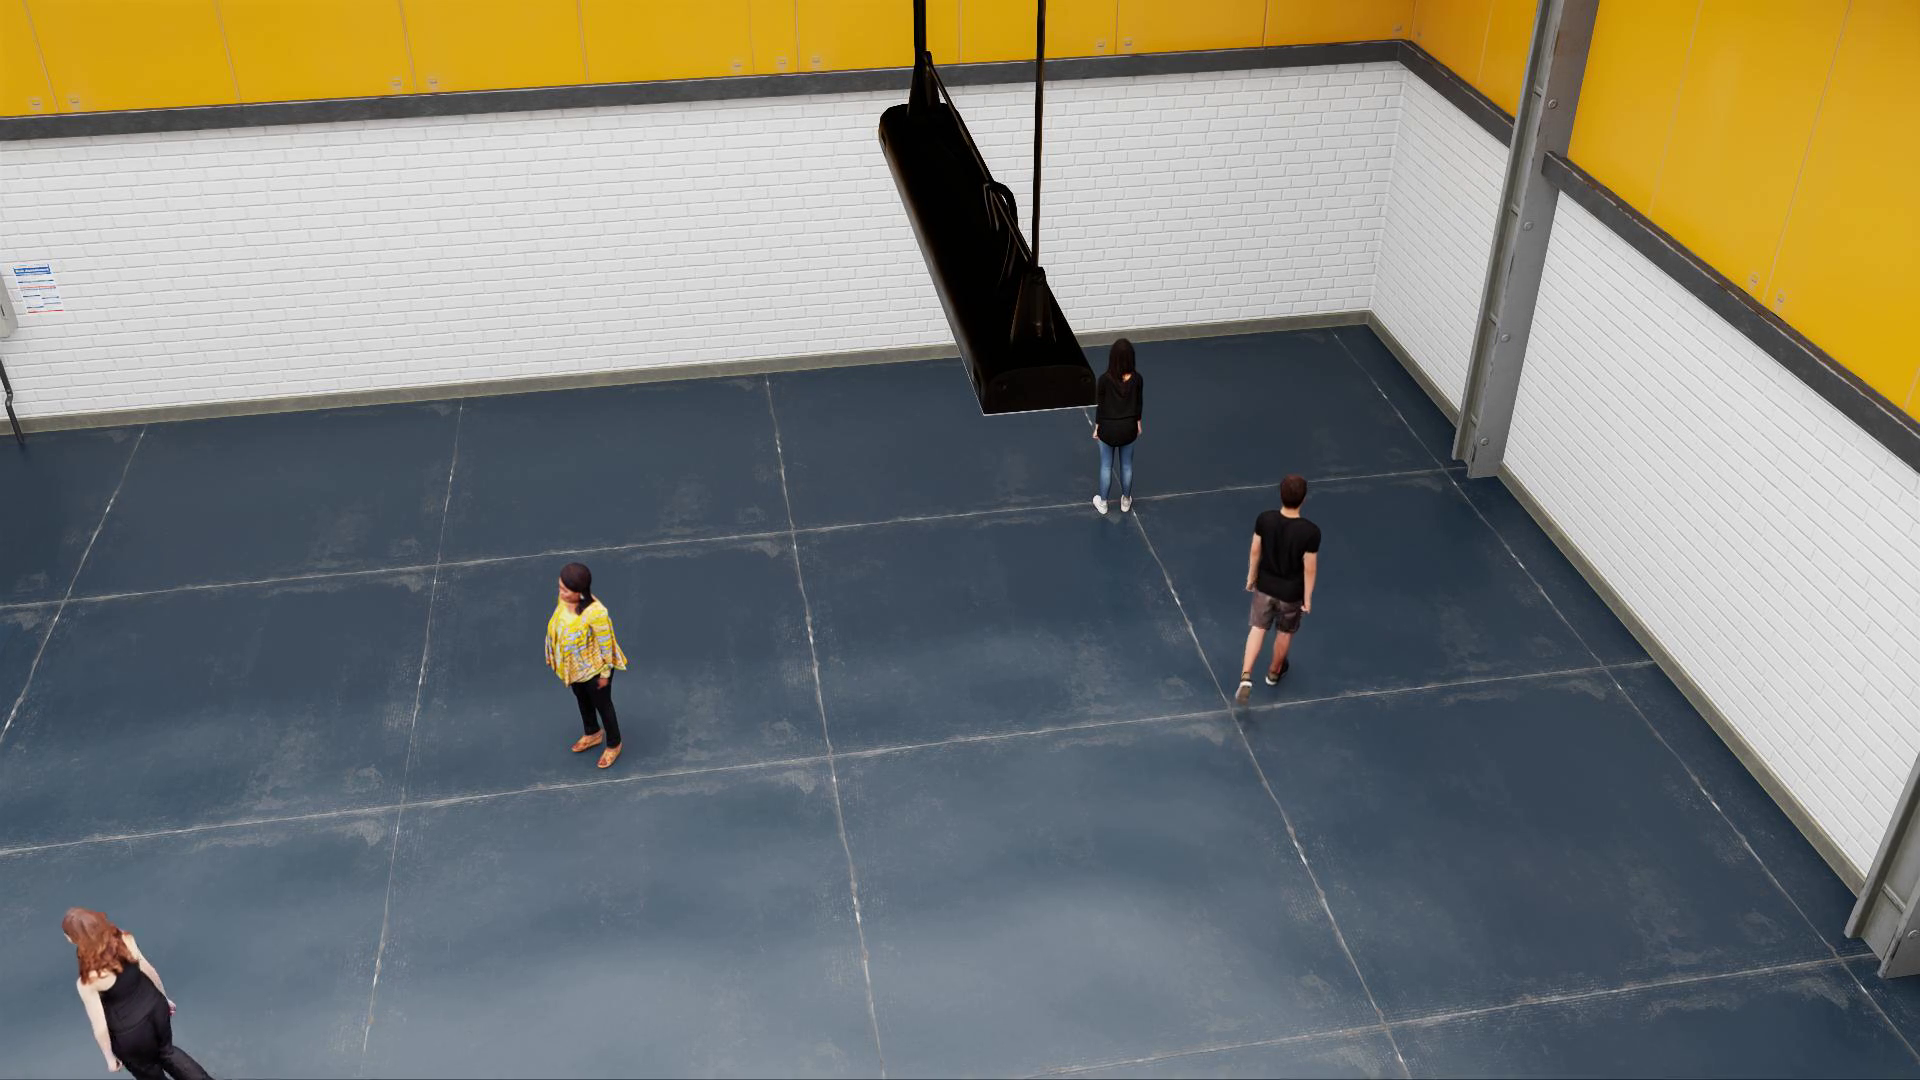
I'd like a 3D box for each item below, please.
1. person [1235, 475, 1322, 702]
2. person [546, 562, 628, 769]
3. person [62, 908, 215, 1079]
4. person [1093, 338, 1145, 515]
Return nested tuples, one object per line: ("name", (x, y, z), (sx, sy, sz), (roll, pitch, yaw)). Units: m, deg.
("person", (2.293, 0.391, 12.076), (1.041, 1.844, 1.149), (17, 37, 24))
("person", (-2.584, 0.849, 11.557), (0.881, 1.655, 0.945), (25, 41, 33))
("person", (-4.311, 2.589, 8.869), (0.836, 1.733, 0.809), (11, 35, 16))
("person", (1.359, -0.980, 14.316), (0.584, 1.647, 0.525), (-3, 34, -5))
